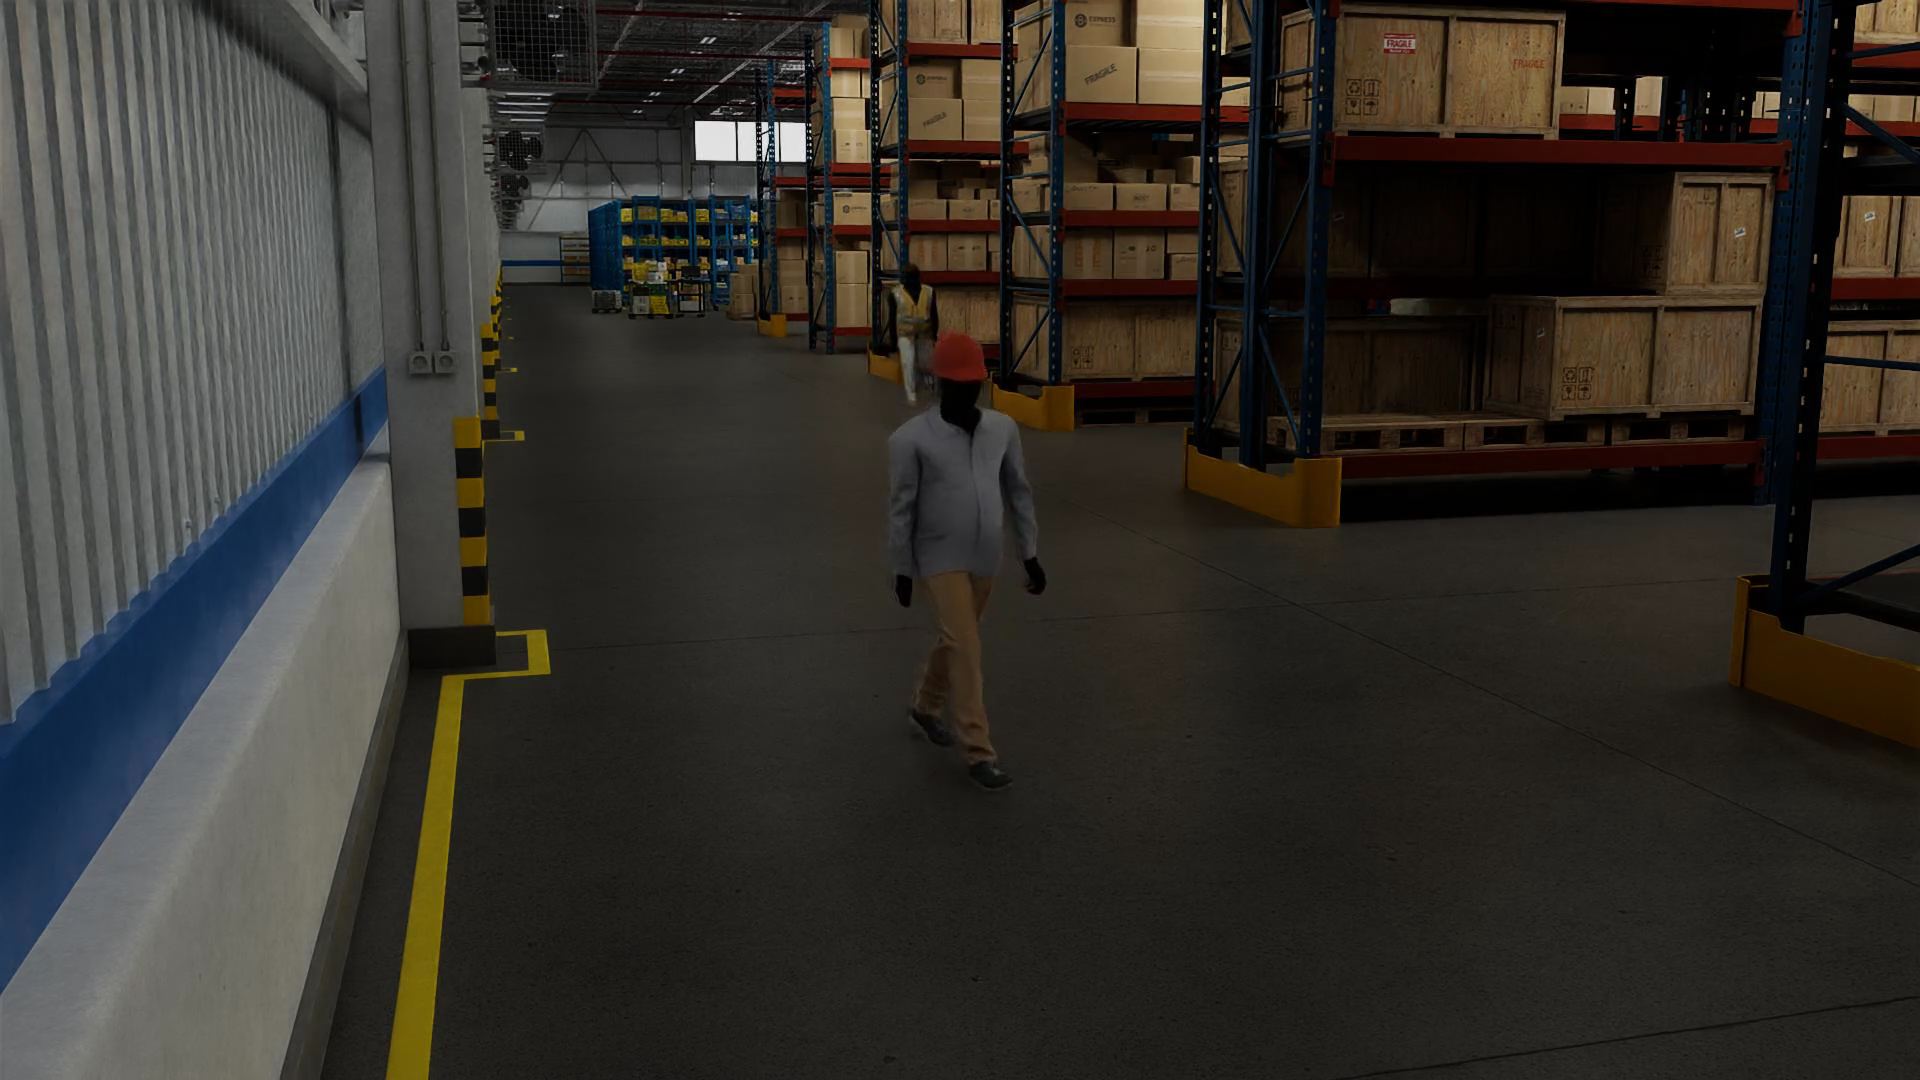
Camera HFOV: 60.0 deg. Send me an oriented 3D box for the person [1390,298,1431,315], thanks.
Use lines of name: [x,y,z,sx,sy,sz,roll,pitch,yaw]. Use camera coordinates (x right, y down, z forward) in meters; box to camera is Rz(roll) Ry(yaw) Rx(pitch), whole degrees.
person: [4.816,-1.995,17.420,1.004,1.930,0.628,-2,10,-11]

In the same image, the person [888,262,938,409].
person: [-0.601,-2.582,20.978,0.624,1.827,0.679,-3,10,-17]

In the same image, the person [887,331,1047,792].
person: [-0.008,0.042,6.458,0.564,1.713,0.886,-7,12,-33]

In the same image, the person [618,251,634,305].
person: [-11.548,-9.045,57.513,0.563,1.847,0.390,-7,12,-34]
